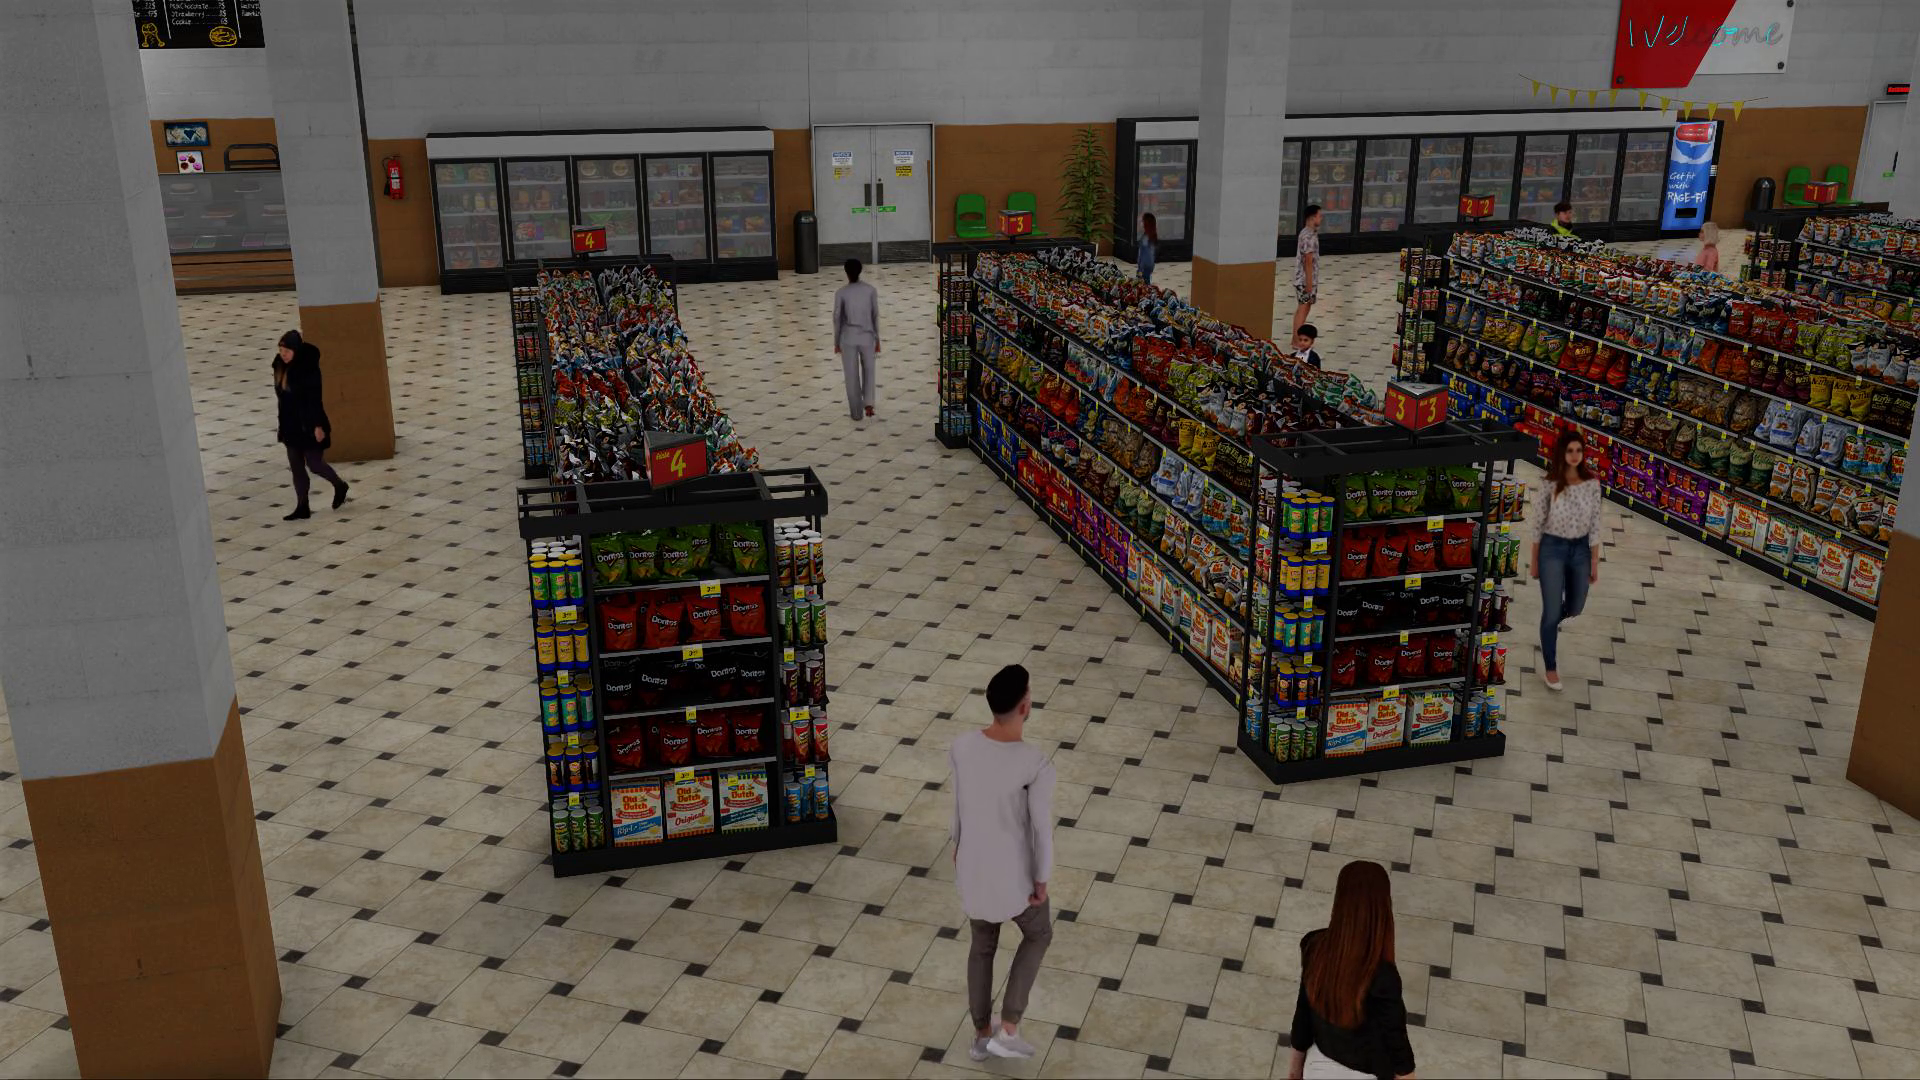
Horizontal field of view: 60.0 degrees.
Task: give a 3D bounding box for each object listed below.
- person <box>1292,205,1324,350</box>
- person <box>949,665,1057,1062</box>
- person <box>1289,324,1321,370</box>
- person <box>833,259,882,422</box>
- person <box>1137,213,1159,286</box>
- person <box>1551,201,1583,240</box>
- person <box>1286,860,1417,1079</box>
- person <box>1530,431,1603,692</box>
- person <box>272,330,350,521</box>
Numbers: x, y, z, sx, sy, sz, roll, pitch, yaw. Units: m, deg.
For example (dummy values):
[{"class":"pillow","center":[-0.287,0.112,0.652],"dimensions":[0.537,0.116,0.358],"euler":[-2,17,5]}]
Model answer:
[{"class":"person","center":[4.399,-3.359,21.197],"dimensions":[0.785,1.813,0.622],"euler":[1,19,4]},{"class":"person","center":[0.126,1.415,7.011],"dimensions":[0.818,1.830,0.874],"euler":[10,21,27]},{"class":"person","center":[3.471,-1.584,16.860],"dimensions":[0.564,1.220,0.637],"euler":[13,22,33]},{"class":"person","center":[-1.066,-2.093,17.580],"dimensions":[0.666,1.725,0.697],"euler":[-4,19,-11]},{"class":"person","center":[2.640,-3.762,22.925],"dimensions":[0.736,1.471,0.645],"euler":[5,19,14]},{"class":"person","center":[7.250,-3.143,20.290],"dimensions":[0.769,1.982,0.637],"euler":[-6,20,-17]},{"class":"person","center":[1.260,1.934,5.730],"dimensions":[0.781,1.666,1.112],"euler":[-8,20,-22]},{"class":"person","center":[4.020,0.096,11.104],"dimensions":[0.816,1.714,1.070],"euler":[2,19,7]},{"class":"person","center":[-5.639,-1.011,14.464],"dimensions":[0.973,1.664,1.024],"euler":[11,22,30]}]
